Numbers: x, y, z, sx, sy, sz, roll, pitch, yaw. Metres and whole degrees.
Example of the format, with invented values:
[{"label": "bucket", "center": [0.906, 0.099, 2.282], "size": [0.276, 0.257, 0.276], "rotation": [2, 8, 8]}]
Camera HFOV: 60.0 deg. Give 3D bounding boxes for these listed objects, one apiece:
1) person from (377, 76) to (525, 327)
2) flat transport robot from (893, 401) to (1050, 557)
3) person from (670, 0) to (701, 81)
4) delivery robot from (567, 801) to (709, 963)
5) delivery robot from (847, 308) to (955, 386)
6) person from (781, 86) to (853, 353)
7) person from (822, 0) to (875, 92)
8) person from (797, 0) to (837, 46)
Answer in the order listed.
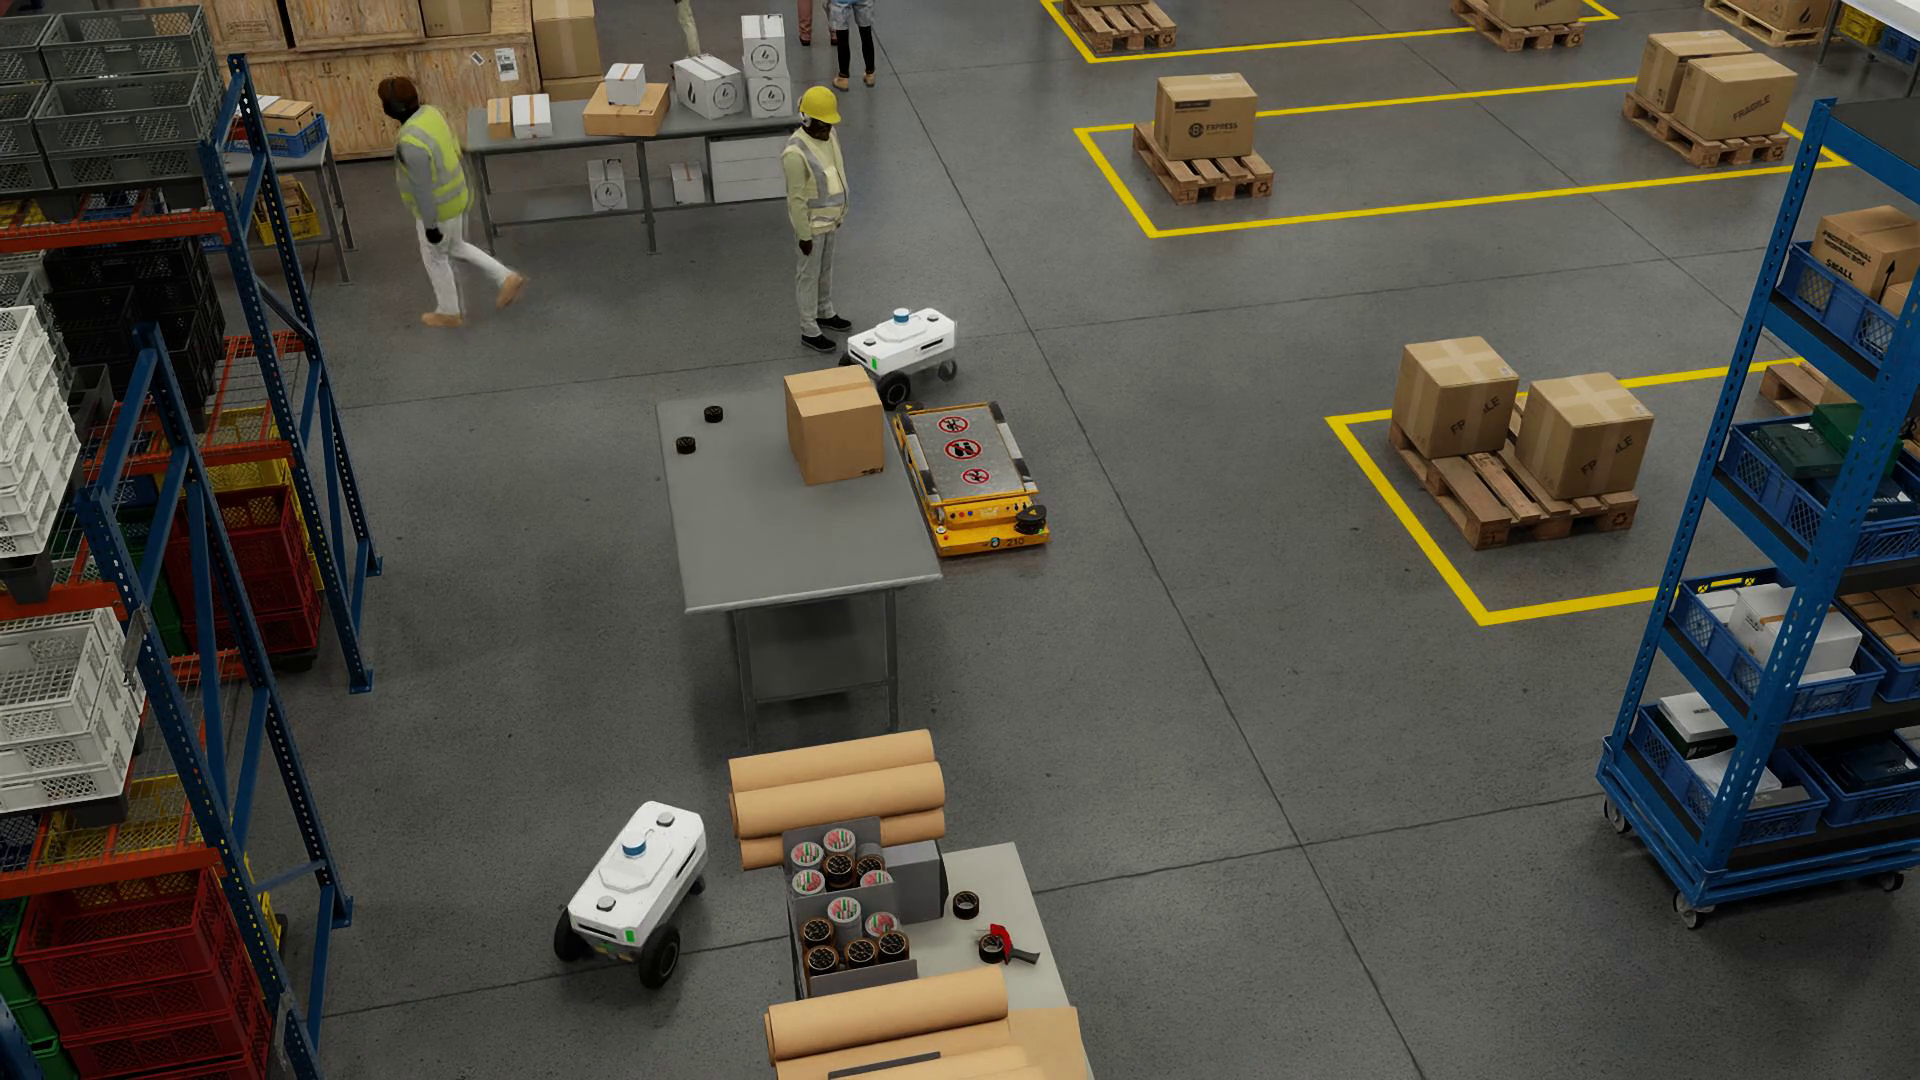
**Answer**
[{"label": "person", "center": [-3.474, -2.291, 11.342], "size": [0.658, 1.810, 0.637], "rotation": [0, 37, 0]}, {"label": "flat transport robot", "center": [0.046, -0.430, 10.108], "size": [0.652, 0.197, 1.431], "rotation": [-8, 37, -10]}, {"label": "person", "center": [-2.562, -5.108, 15.075], "size": [0.310, 1.859, 0.531], "rotation": [-6, 37, -8]}, {"label": "delivery robot", "center": [-1.396, 1.467, 7.247], "size": [0.477, 0.478, 0.707], "rotation": [13, 39, 16]}, {"label": "delivery robot", "center": [-0.380, -1.292, 10.956], "size": [0.707, 0.478, 0.477], "rotation": [-25, 43, -30]}, {"label": "person", "center": [-0.940, -2.160, 11.144], "size": [0.404, 1.821, 0.588], "rotation": [13, 39, 17]}, {"label": "person", "center": [-0.986, -4.877, 14.900], "size": [0.529, 1.695, 0.321], "rotation": [-13, 39, -17]}, {"label": "person", "center": [-1.366, -5.662, 15.776], "size": [0.641, 1.913, 0.407], "rotation": [1, 37, 1]}]
